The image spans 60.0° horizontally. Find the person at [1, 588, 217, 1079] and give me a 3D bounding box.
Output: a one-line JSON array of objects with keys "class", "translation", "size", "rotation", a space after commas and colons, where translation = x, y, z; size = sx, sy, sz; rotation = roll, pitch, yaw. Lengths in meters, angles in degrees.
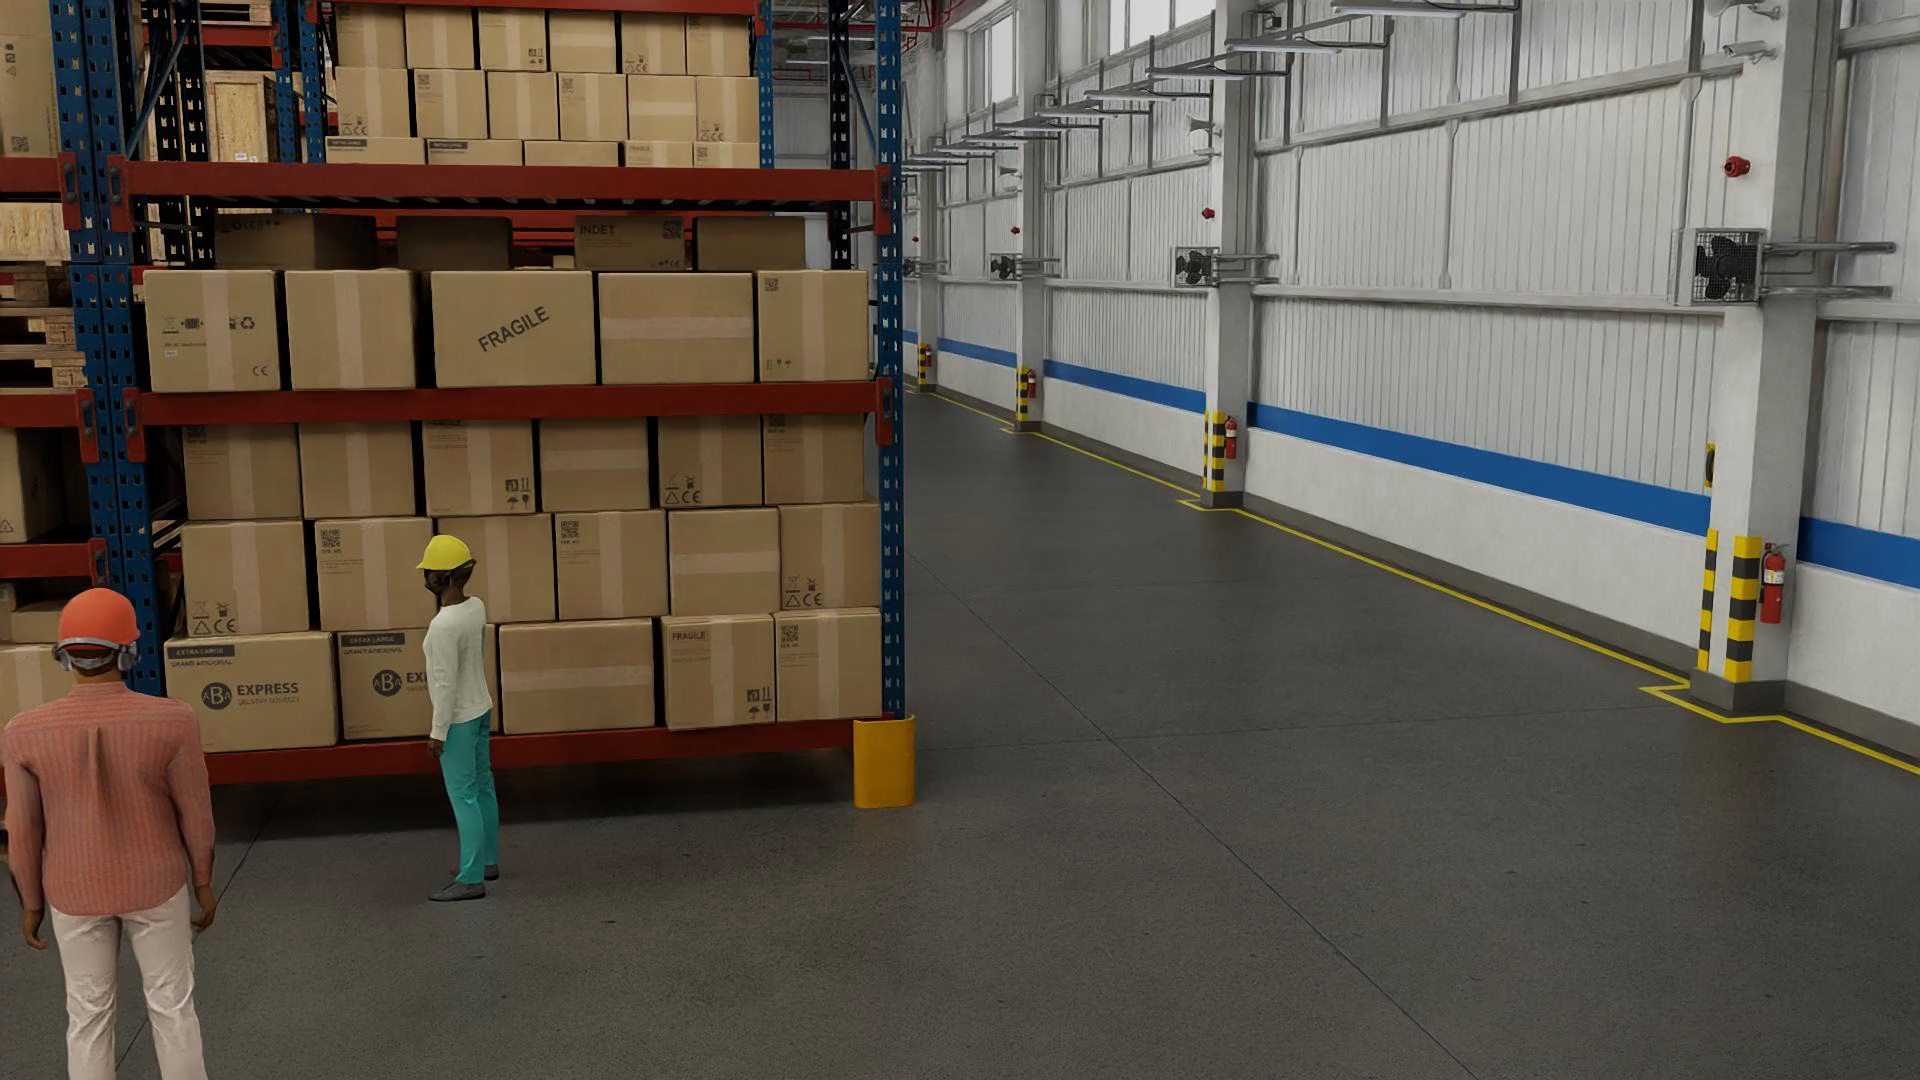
[{"class": "person", "translation": [-2.784, 1.145, 5.508], "size": [0.611, 1.996, 0.387], "rotation": [-3, 10, -16]}]

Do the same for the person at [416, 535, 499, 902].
[{"class": "person", "translation": [-2.424, 0.851, 8.003], "size": [0.313, 1.769, 0.523], "rotation": [1, 9, 3]}]
